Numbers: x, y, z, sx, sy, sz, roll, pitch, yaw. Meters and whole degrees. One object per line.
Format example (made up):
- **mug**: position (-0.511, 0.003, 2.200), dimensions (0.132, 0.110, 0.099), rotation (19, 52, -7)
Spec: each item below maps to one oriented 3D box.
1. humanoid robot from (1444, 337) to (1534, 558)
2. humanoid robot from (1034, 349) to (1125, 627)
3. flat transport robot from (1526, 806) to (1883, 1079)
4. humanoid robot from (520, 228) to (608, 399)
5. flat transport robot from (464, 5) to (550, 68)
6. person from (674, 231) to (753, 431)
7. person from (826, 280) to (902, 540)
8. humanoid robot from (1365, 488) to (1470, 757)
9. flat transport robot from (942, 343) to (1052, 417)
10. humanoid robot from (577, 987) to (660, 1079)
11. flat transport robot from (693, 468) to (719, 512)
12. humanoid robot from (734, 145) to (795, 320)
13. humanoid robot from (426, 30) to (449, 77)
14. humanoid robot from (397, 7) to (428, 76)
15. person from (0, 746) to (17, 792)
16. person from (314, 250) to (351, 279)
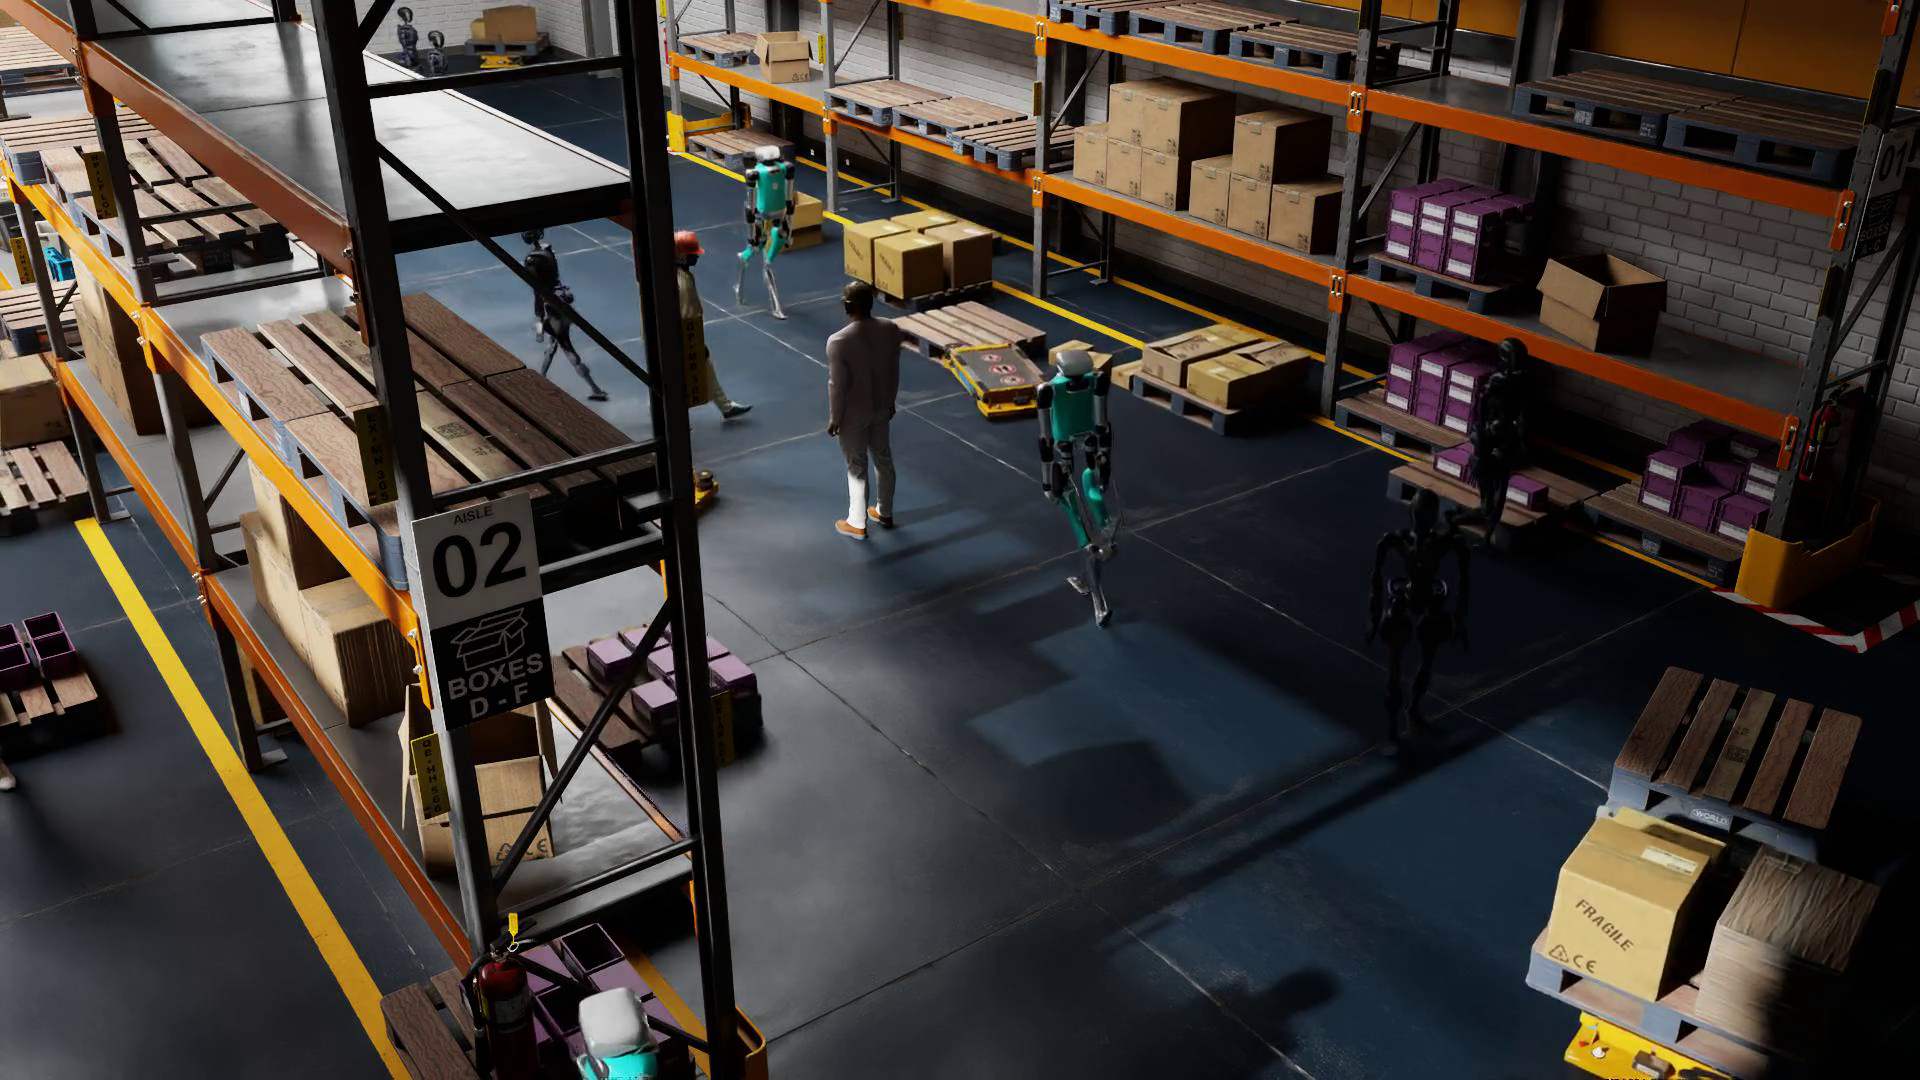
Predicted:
- **humanoid robot**: position (3.764, -0.672, 11.760), dimensions (0.589, 1.648, 0.462), rotation (-18, 32, -32)
- **humanoid robot**: position (0.883, -0.292, 11.015), dimensions (0.562, 1.845, 0.848), rotation (-11, 29, -21)
- **flat transport robot**: position (3.414, 2.119, 7.773), dimensions (0.659, 0.231, 1.431), rotation (19, 33, 34)
- **humanoid robot**: position (-3.518, -1.999, 14.465), dimensions (0.824, 1.614, 0.585), rotation (3, 27, 6)
- **flat transport robot**: position (-7.701, -8.282, 28.460), dimensions (0.659, 0.231, 1.431), rotation (0, 27, 1)
- **person**: position (-2.164, -1.709, 13.771), dimensions (0.826, 1.718, 0.575), rotation (-1, 27, -1)
- **person**: position (-0.699, -0.939, 11.999), dimensions (0.630, 1.940, 0.372), rotation (-22, 34, -37)
- **humanoid robot**: position (2.639, 0.449, 9.544), dimensions (0.604, 1.634, 0.630), rotation (5, 27, 9)
- **flat transport robot**: position (0.346, -1.455, 14.882), dimensions (0.659, 0.231, 1.431), rotation (-8, 28, -15)
- **humanoid robot**: position (-1.336, 2.405, 5.698), dimensions (0.733, 1.900, 0.543), rotation (-16, 31, -28)
- **flat transport robot**: position (-2.650, -0.407, 12.797), dimensions (1.431, 0.231, 0.659), rotation (8, 28, 16)
- **humanoid robot**: position (-2.029, -3.091, 16.535), dimensions (0.550, 1.788, 0.944), rotation (-18, 32, -32)
- **humanoid robot**: position (-7.039, -5.989, 22.326), dimensions (0.455, 1.641, 0.585), rotation (0, 27, -1)
- **humanoid robot**: position (-7.862, -6.848, 24.033), dimensions (0.423, 1.643, 0.613), rotation (-1, 27, -3)
- **person**: position (-5.592, 0.581, 9.010), dimensions (0.635, 1.910, 0.408), rotation (-19, 32, -33)
- **person**: position (-5.112, -1.900, 13.903), dimensions (0.487, 1.945, 0.431), rotation (3, 27, 7)
